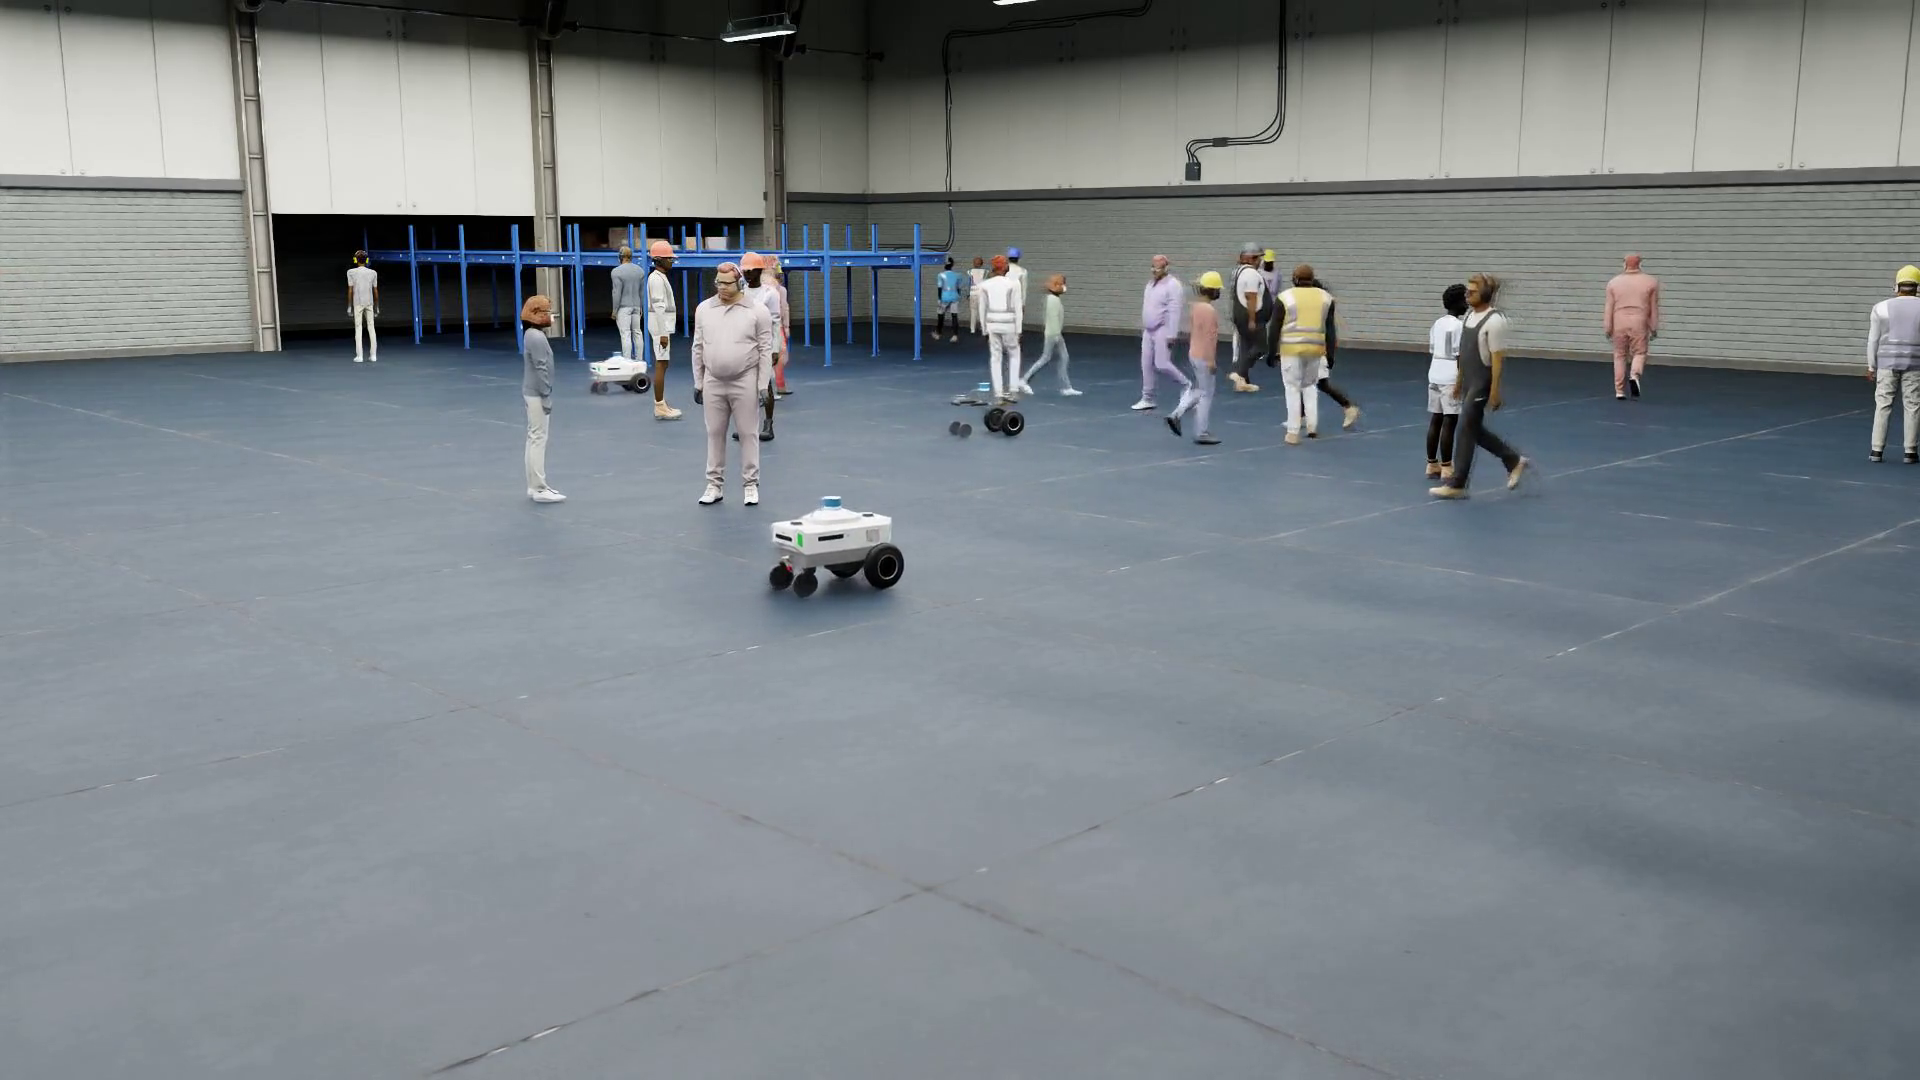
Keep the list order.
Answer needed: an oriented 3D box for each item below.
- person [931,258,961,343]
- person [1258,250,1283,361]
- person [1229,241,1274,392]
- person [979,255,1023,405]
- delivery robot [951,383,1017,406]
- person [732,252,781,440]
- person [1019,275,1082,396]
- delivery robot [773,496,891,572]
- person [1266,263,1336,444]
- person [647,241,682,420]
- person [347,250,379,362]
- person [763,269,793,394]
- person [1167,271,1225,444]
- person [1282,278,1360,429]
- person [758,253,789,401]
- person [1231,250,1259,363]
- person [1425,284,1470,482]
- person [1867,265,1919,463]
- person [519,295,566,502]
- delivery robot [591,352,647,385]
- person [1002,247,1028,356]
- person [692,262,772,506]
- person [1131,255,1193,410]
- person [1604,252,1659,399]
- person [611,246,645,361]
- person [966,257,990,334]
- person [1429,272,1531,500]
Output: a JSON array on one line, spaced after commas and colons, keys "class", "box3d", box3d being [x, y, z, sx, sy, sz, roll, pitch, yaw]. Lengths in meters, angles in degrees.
[{"class": "person", "box3d": [-0.259, -4.764, 33.033, 0.554, 1.651, 0.856, -5, 12, -27]}, {"class": "person", "box3d": [5.171, -3.945, 28.013, 0.588, 1.858, 1.019, -1, 10, -7]}, {"class": "person", "box3d": [3.954, -2.992, 22.461, 0.541, 2.000, 0.691, -1, 10, -4]}, {"class": "person", "box3d": [0.542, -2.641, 20.904, 0.599, 1.862, 0.634, 4, 11, 20]}, {"class": "delivery robot", "box3d": [0.262, -1.564, 17.762, 0.698, 0.223, 0.335, -5, 11, -23]}, {"class": "person", "box3d": [-2.127, -2.009, 17.263, 0.547, 1.939, 0.376, 4, 11, 20]}, {"class": "person", "box3d": [1.188, -2.719, 22.064, 0.806, 1.599, 0.510, 2, 11, 11]}, {"class": "delivery robot", "box3d": [-0.771, -0.021, 10.047, 0.707, 0.478, 0.477, -8, 13, -37]}, {"class": "person", "box3d": [3.489, -1.908, 17.027, 0.663, 1.821, 0.468, -2, 11, -10]}, {"class": "person", "box3d": [-3.430, -2.432, 19.283, 0.372, 2.044, 0.608, -2, 11, -10]}, {"class": "person", "box3d": [-10.054, -3.937, 28.009, 0.517, 1.863, 0.324, -7, 12, -33]}, {"class": "person", "box3d": [-2.495, -2.835, 22.236, 0.523, 1.769, 0.324, 6, 12, 31]}, {"class": "person", "box3d": [2.438, -1.844, 16.879, 0.473, 1.752, 0.520, -2, 11, -8]}, {"class": "person", "box3d": [3.974, -2.027, 18.144, 0.803, 1.663, 0.536, 3, 11, 18]}, {"class": "person", "box3d": [-2.426, -2.718, 21.297, 0.427, 1.878, 0.682, -4, 11, -21]}, {"class": "person", "box3d": [4.764, -3.901, 27.769, 0.512, 1.872, 0.328, 10, 14, 42]}, {"class": "person", "box3d": [4.239, -1.363, 14.399, 0.321, 1.695, 0.529, -2, 11, -10]}, {"class": "person", "box3d": [8.811, -1.644, 15.557, 0.589, 1.834, 0.404, 6, 12, 30]}, {"class": "person", "box3d": [-3.363, -1.136, 13.330, 0.283, 1.634, 0.498, -4, 11, -21]}, {"class": "delivery robot", "box3d": [-4.619, -2.304, 22.506, 0.707, 0.478, 0.477, -6, 12, -30]}, {"class": "person", "box3d": [0.902, -4.215, 29.406, 0.596, 1.911, 0.964, 1, 10, 6]}, {"class": "person", "box3d": [-1.805, -1.226, 13.099, 0.639, 1.902, 0.406, 1, 10, 7]}, {"class": "person", "box3d": [2.481, -2.525, 20.248, 0.647, 1.885, 0.676, -6, 12, -29]}, {"class": "person", "box3d": [8.634, -2.751, 21.424, 0.667, 1.891, 0.495, 5, 11, 24]}, {"class": "person", "box3d": [-5.200, -3.616, 26.022, 0.372, 1.940, 0.632, 7, 13, 35]}, {"class": "person", "box3d": [0.393, -5.267, 35.853, 0.520, 1.636, 0.312, 0, 10, 0]}, {"class": "person", "box3d": [4.243, -1.244, 13.426, 0.801, 1.827, 0.519, -1, 10, -4]}]
